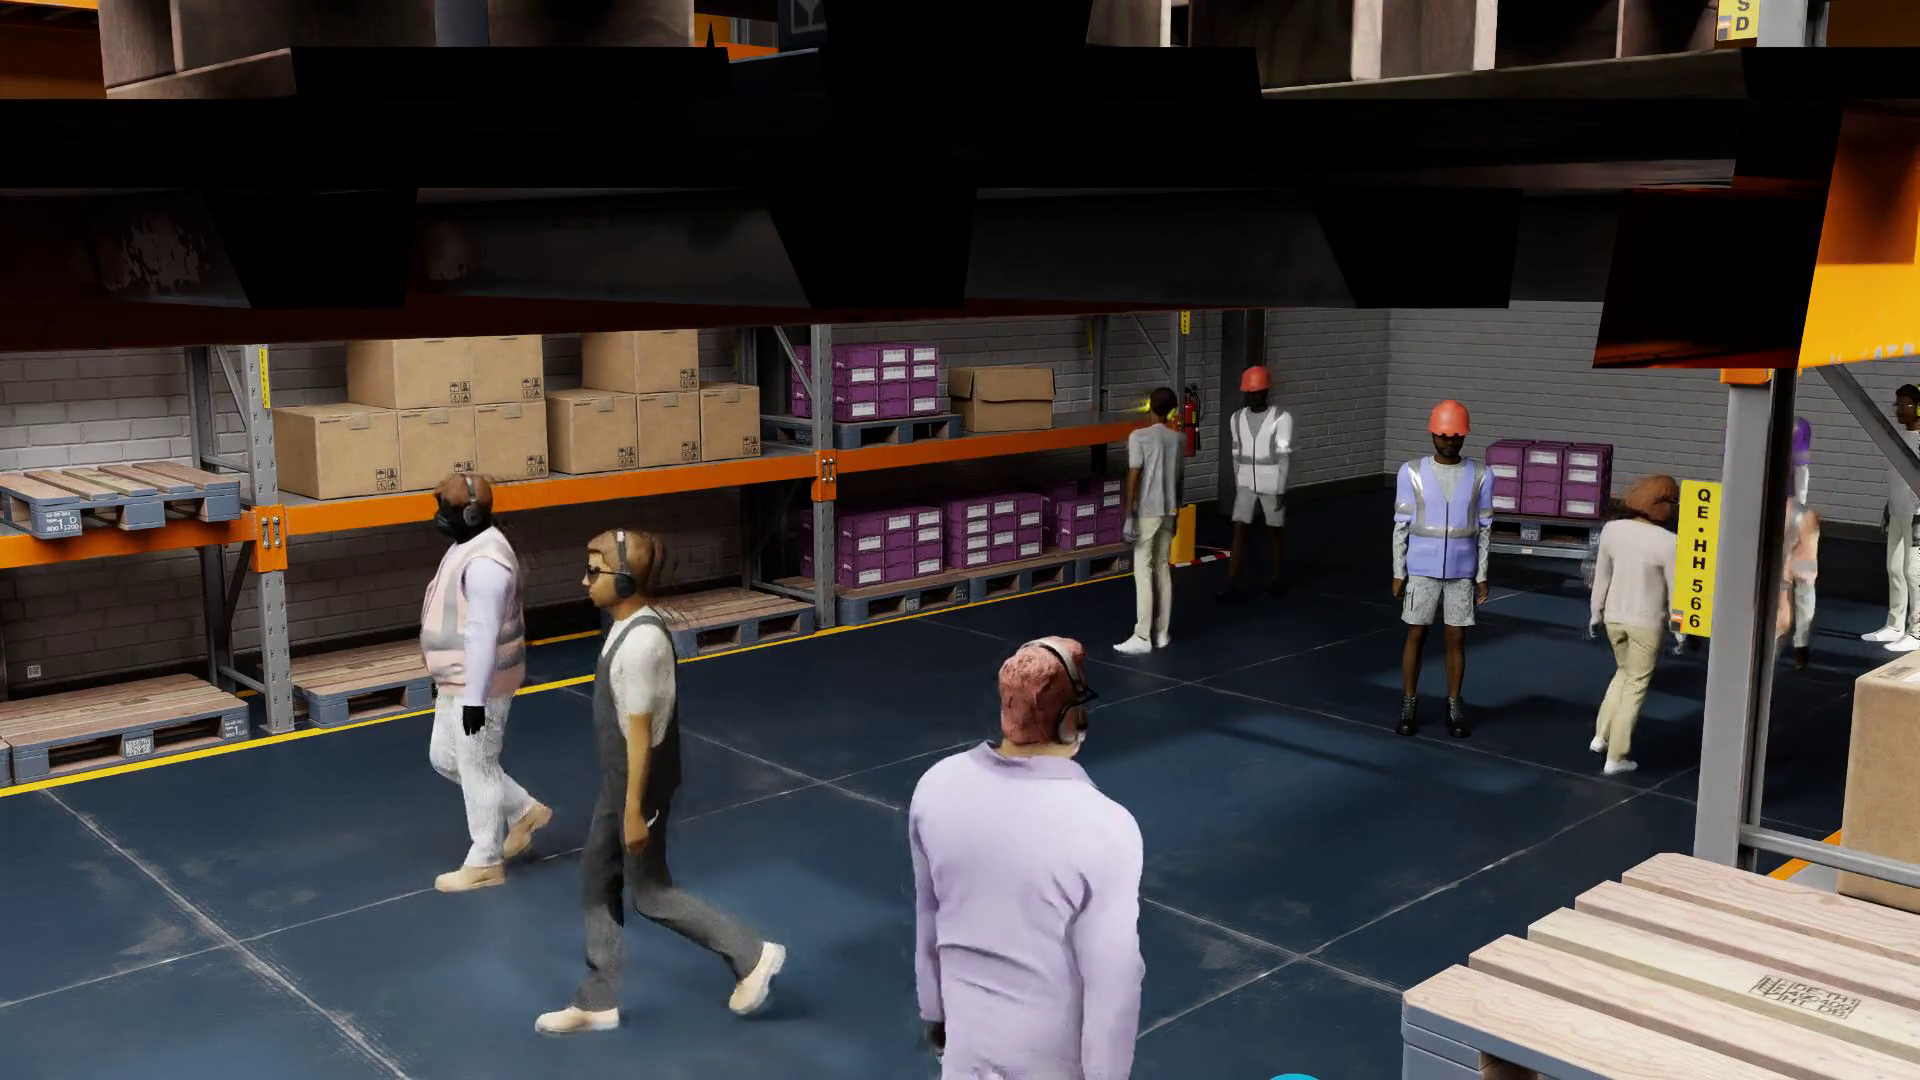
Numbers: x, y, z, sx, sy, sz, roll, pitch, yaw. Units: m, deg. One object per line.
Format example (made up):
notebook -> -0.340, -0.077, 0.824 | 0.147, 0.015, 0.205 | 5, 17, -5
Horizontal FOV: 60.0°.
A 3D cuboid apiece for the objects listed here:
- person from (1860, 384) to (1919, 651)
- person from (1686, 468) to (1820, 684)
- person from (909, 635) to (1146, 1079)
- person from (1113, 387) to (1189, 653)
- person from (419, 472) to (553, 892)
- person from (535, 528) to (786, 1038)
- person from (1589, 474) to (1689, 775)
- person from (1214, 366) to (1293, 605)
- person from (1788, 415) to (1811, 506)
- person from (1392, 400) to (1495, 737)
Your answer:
person -> 6.601, -0.160, 11.612 | 0.315, 1.860, 0.508 | 0, 10, -1
person -> 3.964, 0.388, 8.319 | 0.601, 1.899, 0.777 | 9, 13, 43
person -> 0.112, 1.159, 3.838 | 0.663, 1.884, 0.866 | 8, 12, 38
person -> 1.297, -0.141, 11.594 | 0.706, 1.830, 0.387 | -7, 12, -34
person -> -2.073, 0.613, 7.180 | 0.475, 1.828, 0.630 | -5, 11, -27
person -> -1.066, 0.851, 5.815 | 0.822, 1.819, 0.522 | -3, 10, -16
person -> 3.572, 0.452, 8.731 | 0.368, 1.611, 0.517 | -6, 11, -32
person -> 2.348, -0.425, 13.116 | 0.554, 1.880, 0.975 | 6, 11, 32
person -> 6.034, -0.332, 12.455 | 0.544, 1.920, 0.584 | 8, 13, 40
person -> 2.742, 0.167, 9.468 | 0.552, 1.935, 0.361 | 2, 10, 9
